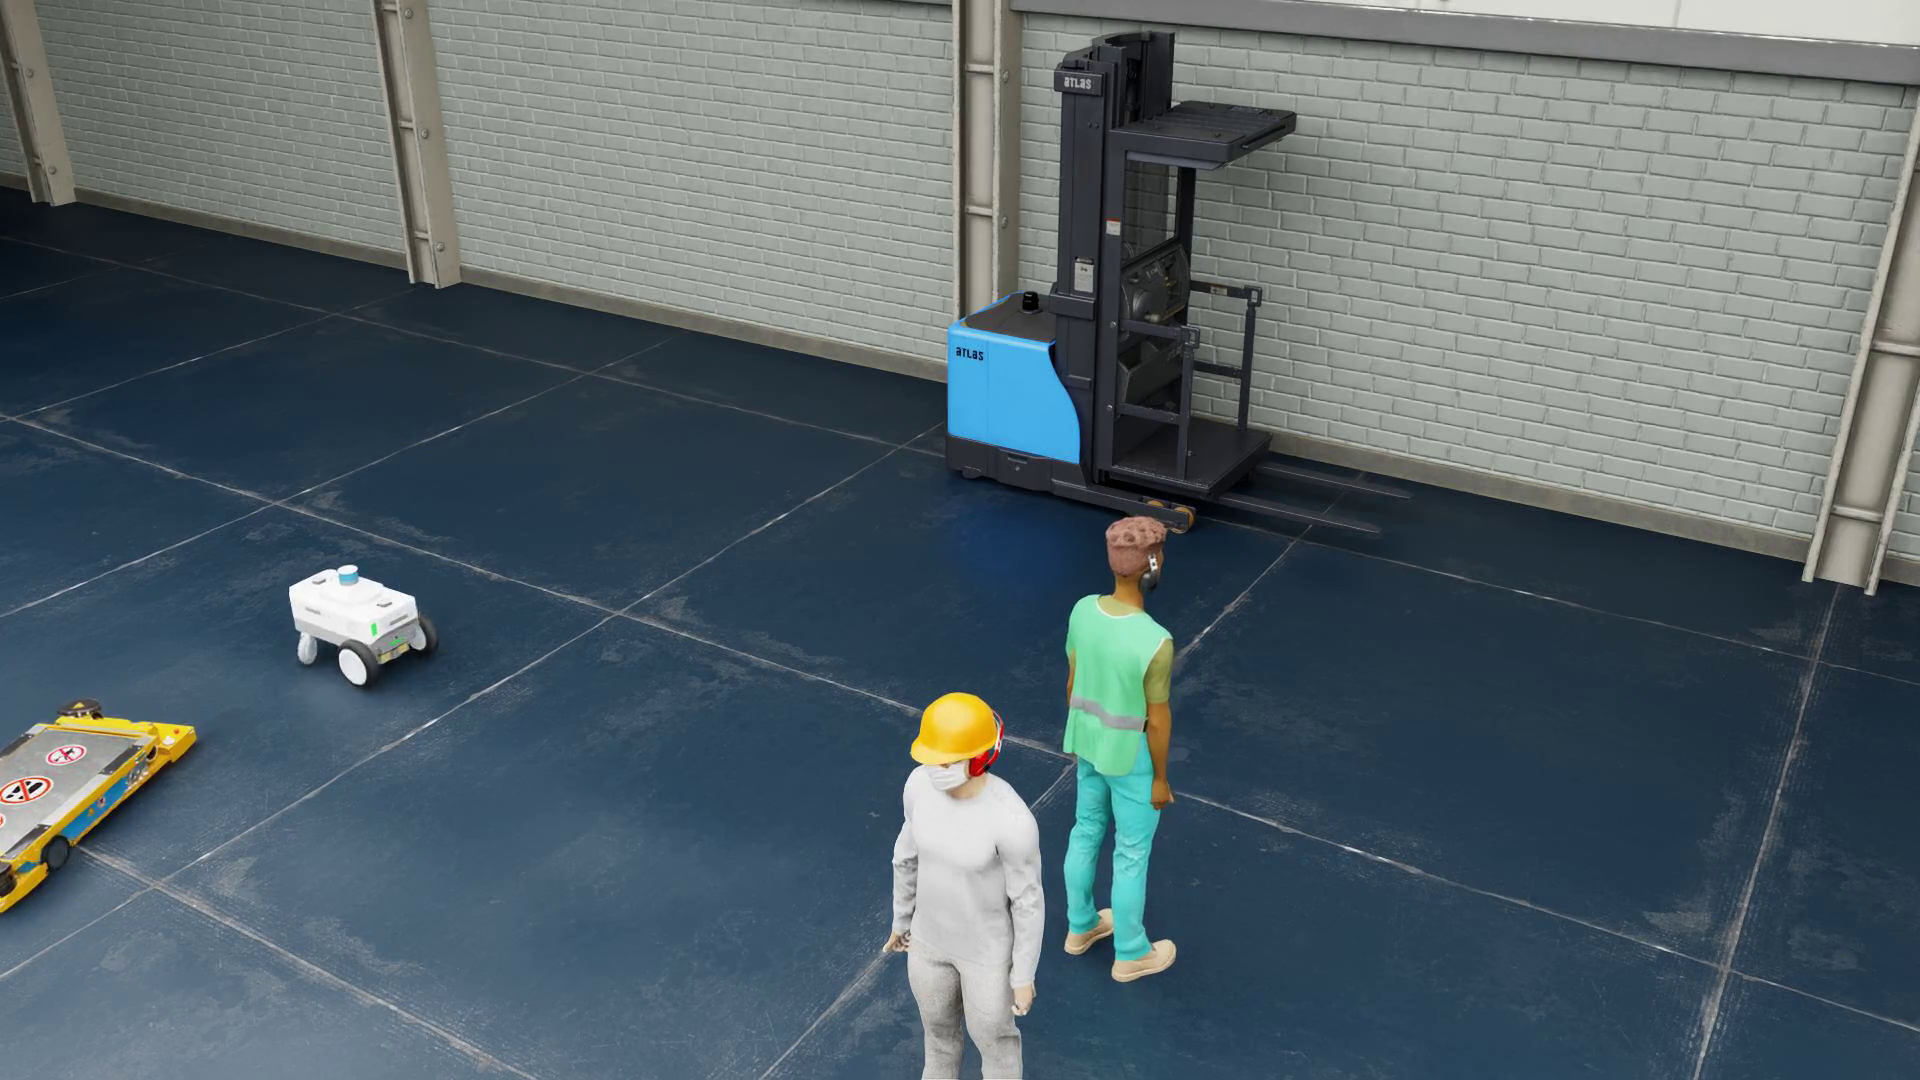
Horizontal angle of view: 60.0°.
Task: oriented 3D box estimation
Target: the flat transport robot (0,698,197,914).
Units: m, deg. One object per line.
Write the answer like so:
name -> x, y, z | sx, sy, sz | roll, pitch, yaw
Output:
flat transport robot -> -4.264, 1.205, 7.710 | 0.659, 0.231, 1.431 | 4, 26, 9

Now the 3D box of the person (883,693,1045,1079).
person -> 0.006, 1.335, 5.534 | 0.583, 1.894, 0.373 | 17, 30, 32

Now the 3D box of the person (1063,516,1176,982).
person -> 0.613, 0.832, 6.505 | 0.403, 1.977, 0.483 | -21, 32, -37

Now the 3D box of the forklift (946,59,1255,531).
forklift -> 0.933, -1.707, 10.833 | 1.873, 2.768, 1.129 | 15, 29, 28

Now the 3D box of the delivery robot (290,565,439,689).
delivery robot -> -3.264, 0.421, 9.011 | 0.745, 0.576, 0.501 | 15, 29, 28
